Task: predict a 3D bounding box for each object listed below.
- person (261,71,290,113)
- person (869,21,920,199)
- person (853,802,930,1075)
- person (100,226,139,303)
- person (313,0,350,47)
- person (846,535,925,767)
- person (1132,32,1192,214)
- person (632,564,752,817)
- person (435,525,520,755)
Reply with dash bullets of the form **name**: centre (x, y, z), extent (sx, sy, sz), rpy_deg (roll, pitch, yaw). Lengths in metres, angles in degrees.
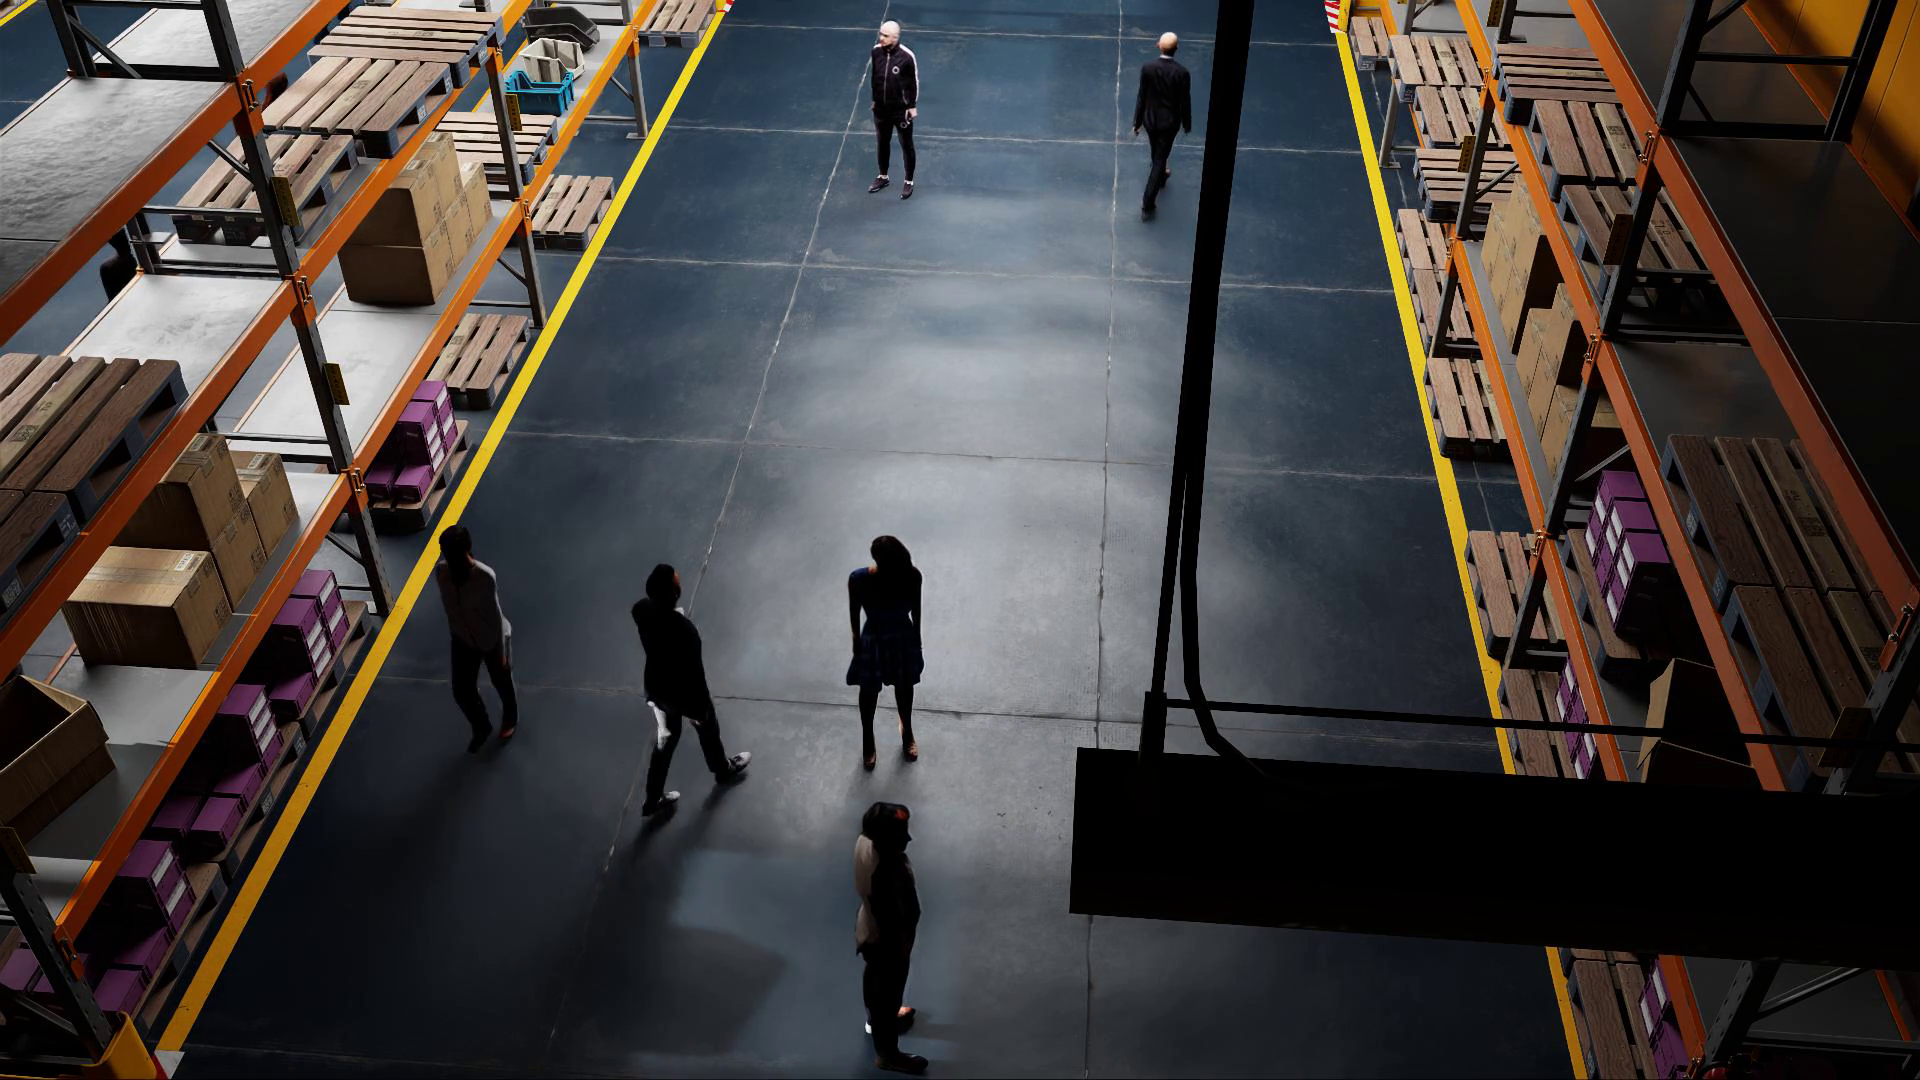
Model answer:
- **person**: centre (-6.403, -3.606, 15.959), extent (0.605, 1.724, 0.758), rpy_deg (7, 39, 9)
- **person**: centre (-0.662, -4.383, 16.844), extent (0.752, 1.834, 0.715), rpy_deg (18, 42, 21)
- **person**: centre (-0.395, 2.063, 8.726), extent (0.794, 1.892, 0.619), rpy_deg (-6, 39, -8)
- **person**: centre (-6.667, -1.700, 13.571), extent (0.629, 1.726, 1.119), rpy_deg (4, 39, 5)
- **person**: centre (-7.414, -6.440, 19.564), extent (0.728, 1.653, 1.045), rpy_deg (8, 39, 9)
- **person**: centre (-0.460, 0.693, 10.510), extent (0.735, 1.808, 0.688), rpy_deg (-9, 39, -11)
- **person**: centre (1.991, -4.122, 16.573), extent (0.969, 1.765, 1.300), rpy_deg (15, 41, 18)
- **person**: centre (-1.791, 0.926, 10.119), extent (1.074, 1.930, 1.202), rpy_deg (27, 46, 29)
- **person**: centre (-3.042, 0.568, 10.704), extent (0.605, 1.760, 0.686), rpy_deg (5, 39, 6)
